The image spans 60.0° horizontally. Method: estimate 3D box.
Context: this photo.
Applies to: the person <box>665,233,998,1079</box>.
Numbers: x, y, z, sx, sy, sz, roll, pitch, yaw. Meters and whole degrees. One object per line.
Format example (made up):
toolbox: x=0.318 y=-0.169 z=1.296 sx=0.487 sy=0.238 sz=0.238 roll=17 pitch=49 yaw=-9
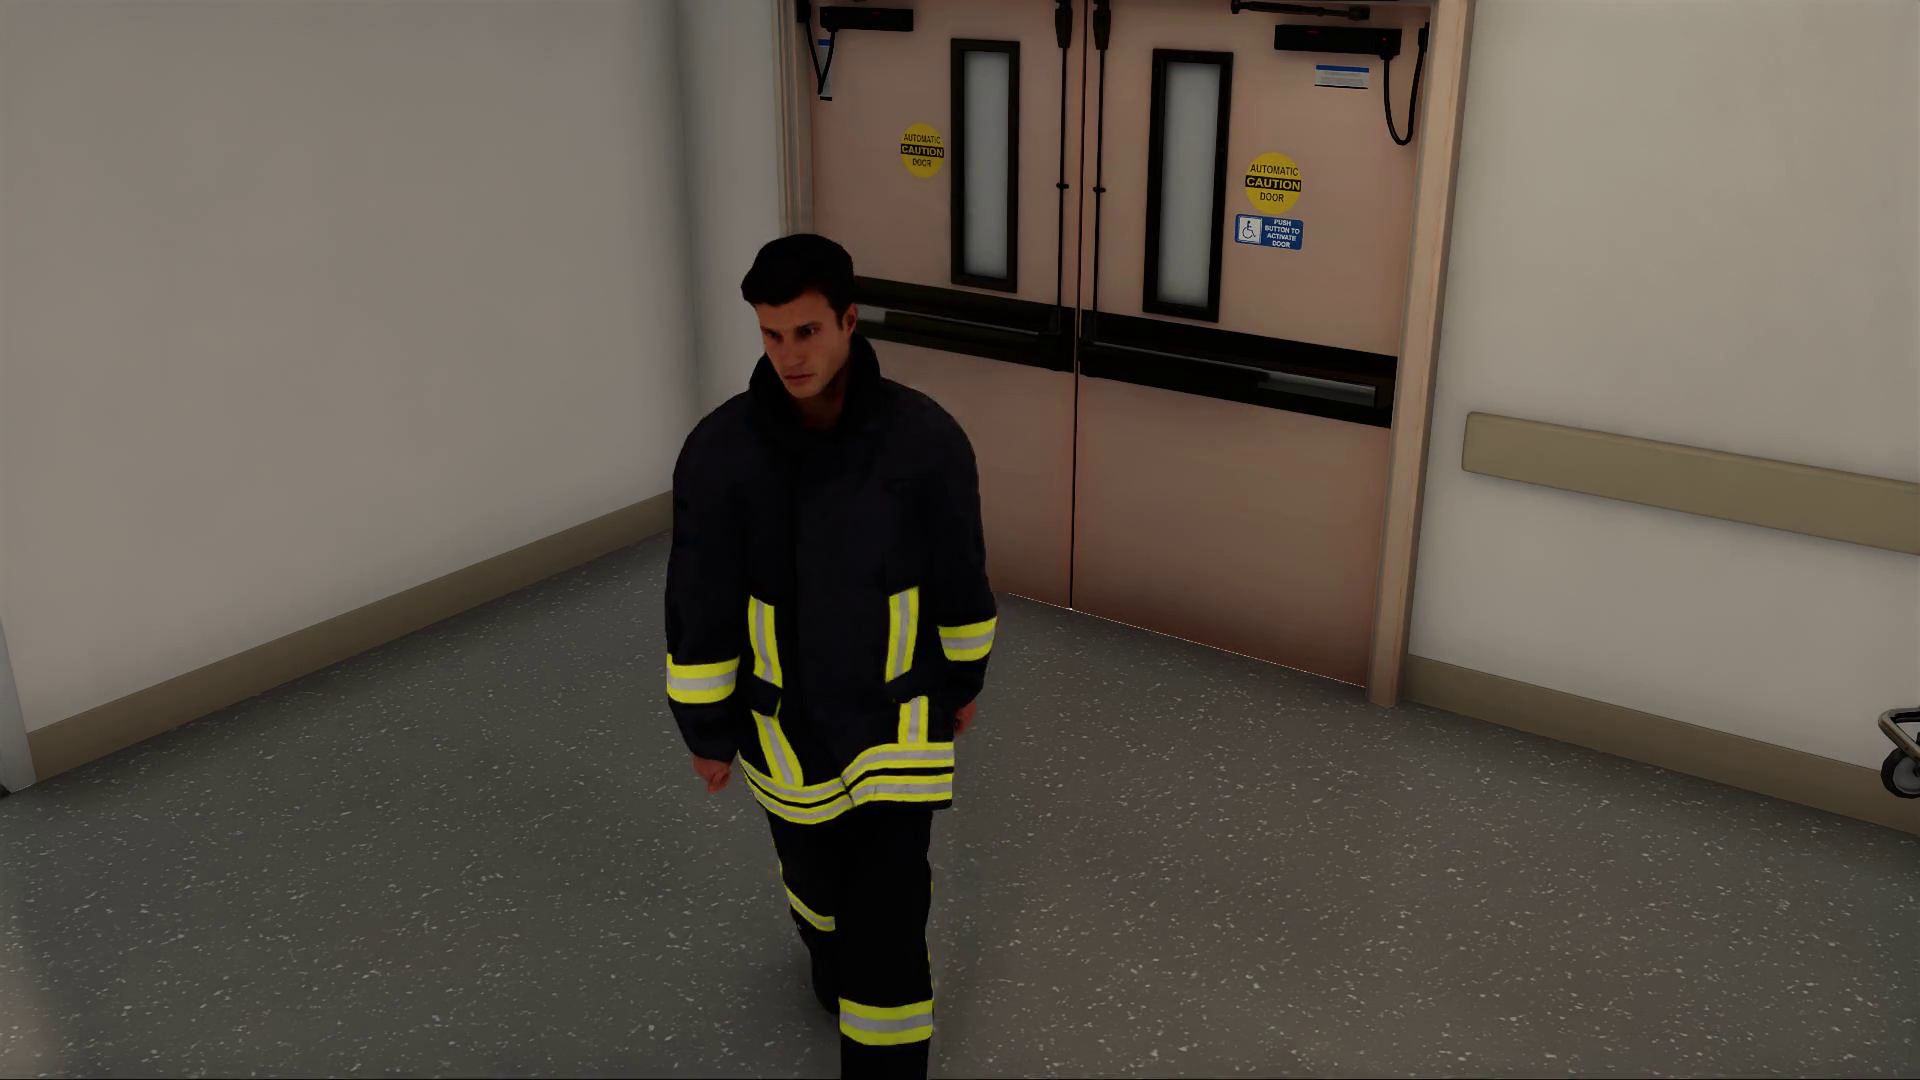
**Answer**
person: x=-0.248 y=0.285 z=3.432 sx=1.237 sy=1.857 sz=1.368 roll=-2 pitch=21 yaw=-6
